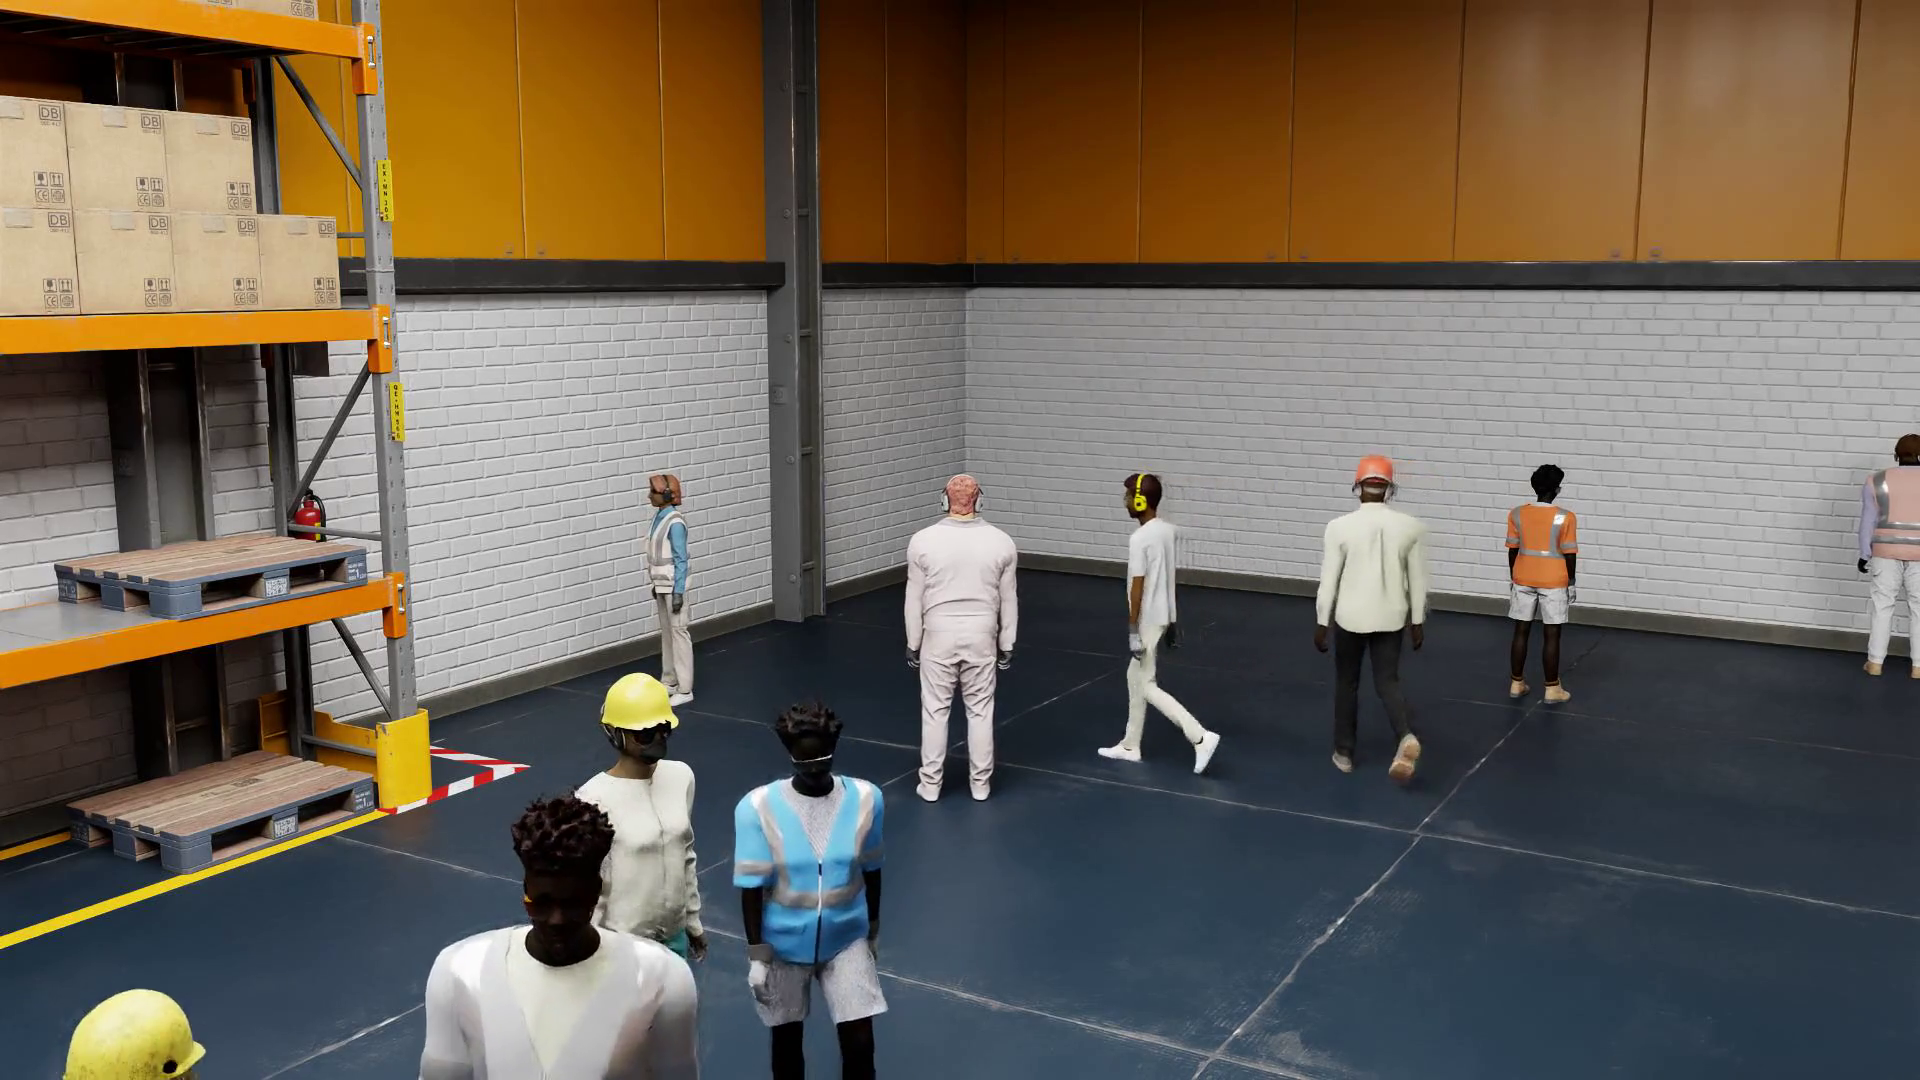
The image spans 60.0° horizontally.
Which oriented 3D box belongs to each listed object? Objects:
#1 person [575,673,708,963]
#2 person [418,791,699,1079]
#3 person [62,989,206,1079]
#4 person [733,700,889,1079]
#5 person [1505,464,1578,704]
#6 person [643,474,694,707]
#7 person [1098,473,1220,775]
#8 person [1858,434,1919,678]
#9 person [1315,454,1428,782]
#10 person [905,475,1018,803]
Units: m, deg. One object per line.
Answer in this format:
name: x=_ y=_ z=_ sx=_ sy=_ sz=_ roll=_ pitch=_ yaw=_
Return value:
person: x=-1.026 y=1.294 z=5.399 sx=0.309 sy=1.769 sz=0.525 roll=6 pitch=11 yaw=33
person: x=-0.895 y=1.471 z=3.838 sx=0.612 sy=1.930 sz=0.977 roll=0 pitch=9 yaw=3
person: x=-1.563 y=1.690 z=3.036 sx=0.500 sy=1.725 sz=0.532 roll=3 pitch=10 yaw=18
person: x=-0.462 y=1.347 z=5.394 sx=0.531 sy=1.667 sz=0.682 roll=-3 pitch=9 yaw=-16
person: x=4.120 y=0.307 z=11.783 sx=0.320 sy=1.693 sz=0.531 roll=-9 pitch=13 yaw=-43
person: x=-2.041 y=0.348 z=11.693 sx=0.314 sy=1.642 sz=0.515 roll=-4 pitch=10 yaw=-26
person: x=1.216 y=0.511 z=10.105 sx=0.810 sy=1.837 sz=0.523 roll=6 pitch=11 yaw=33
person: x=7.096 y=0.121 z=12.506 sx=0.619 sy=1.839 sz=0.430 roll=5 pitch=10 yaw=26
person: x=2.475 y=0.477 z=9.905 sx=0.658 sy=1.961 sz=0.774 roll=0 pitch=9 yaw=-2
person: x=0.004 y=0.570 z=9.538 sx=0.653 sy=1.894 sz=0.401 roll=-1 pitch=9 yaw=-9
